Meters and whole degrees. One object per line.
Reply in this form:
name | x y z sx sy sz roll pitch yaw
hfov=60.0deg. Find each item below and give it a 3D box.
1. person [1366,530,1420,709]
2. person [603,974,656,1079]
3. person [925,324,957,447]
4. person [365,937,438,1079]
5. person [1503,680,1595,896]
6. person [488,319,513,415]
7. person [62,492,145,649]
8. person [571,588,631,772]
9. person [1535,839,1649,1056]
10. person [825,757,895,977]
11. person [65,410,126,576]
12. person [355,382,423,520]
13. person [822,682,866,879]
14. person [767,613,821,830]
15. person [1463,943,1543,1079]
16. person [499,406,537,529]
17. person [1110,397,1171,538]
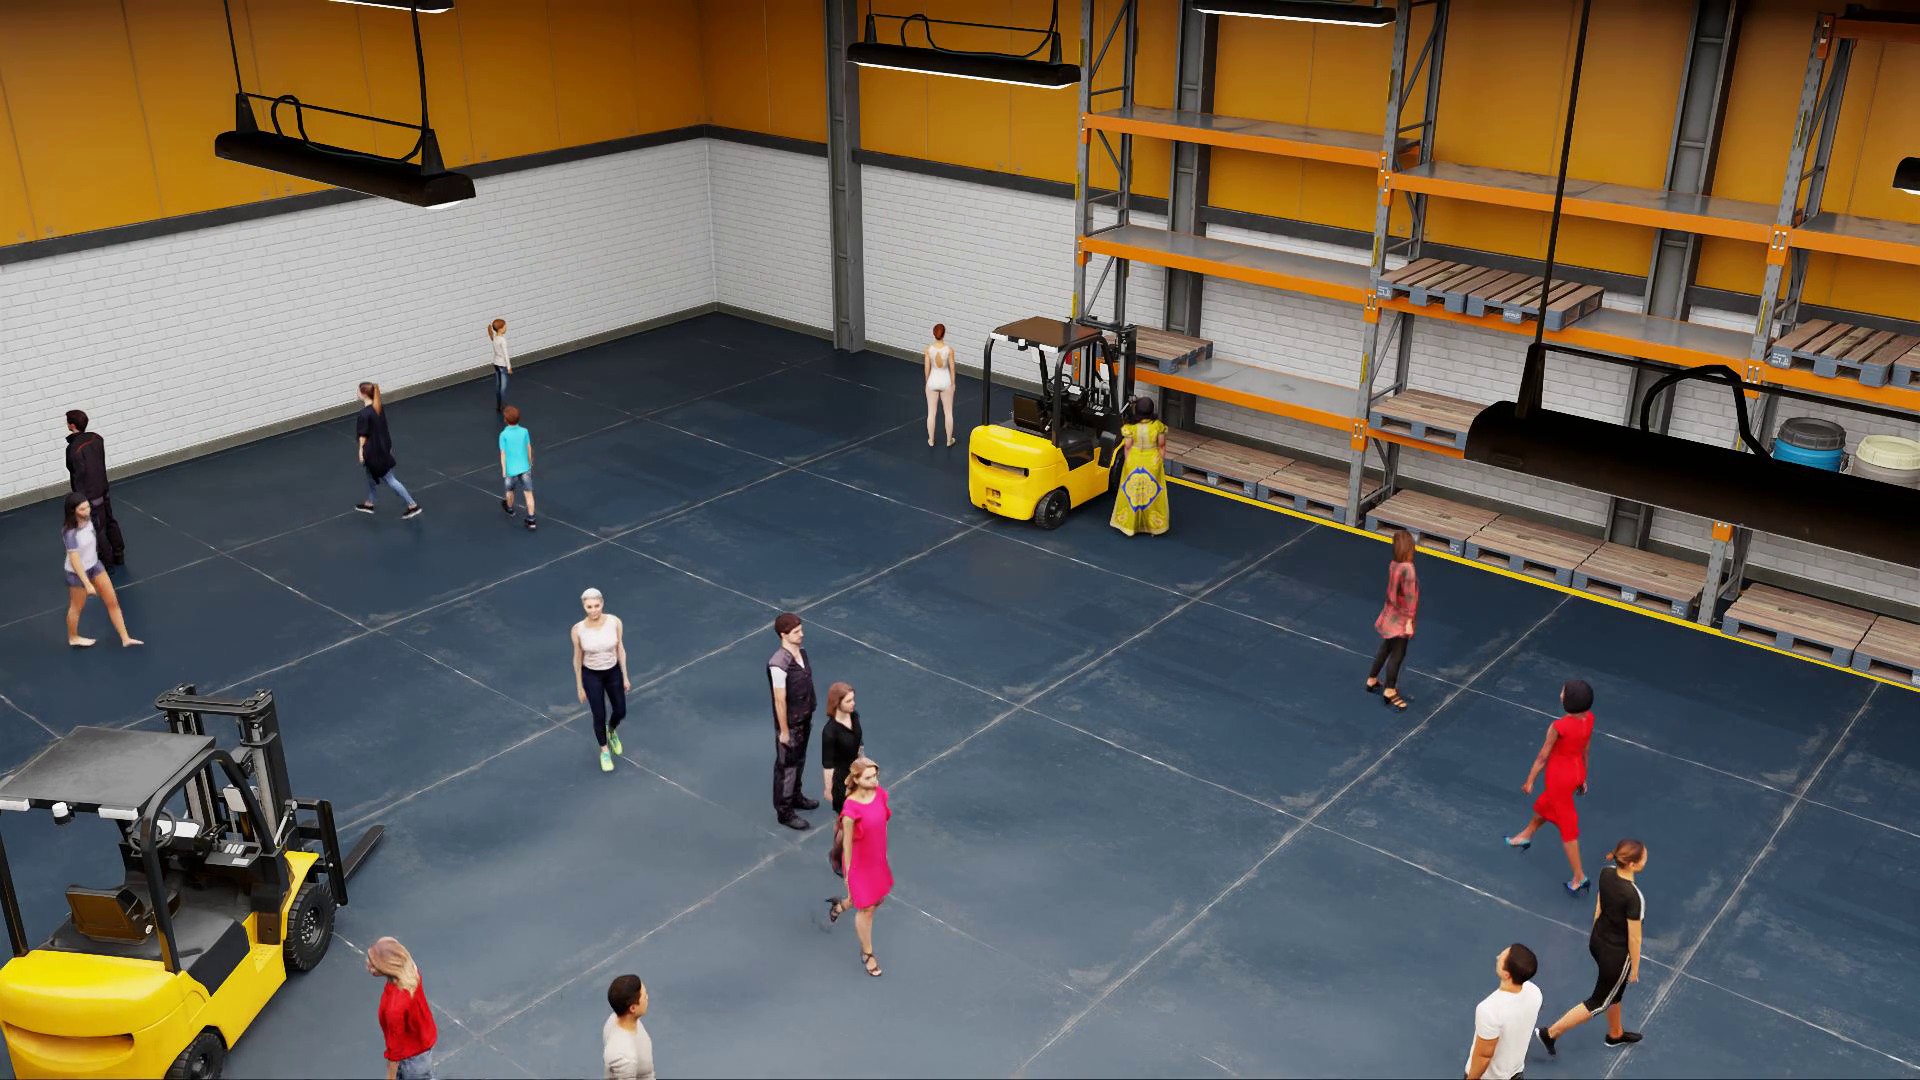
person | 4.011 0.739 15.201 0.784 1.678 0.741 6 24 13
person | -1.945 3.241 9.351 1.115 1.780 1.137 -5 24 -12
person | -0.260 -2.007 21.527 0.588 1.644 0.678 2 24 3
person | -3.159 3.060 9.884 0.973 1.684 0.916 -2 24 -5
person | 4.606 1.896 12.536 0.829 1.693 1.155 -14 27 -29
person | -6.303 -2.392 22.822 0.559 1.313 0.441 -19 30 -36
person | -8.570 0.321 16.161 1.112 1.675 0.943 0 24 -1
person | -3.083 1.151 14.245 0.749 1.689 0.799 -10 25 -21
person | 4.170 2.679 10.811 1.073 1.641 1.045 -3 24 -8
person | -0.729 2.245 11.715 0.852 1.711 0.573 20 31 38
person | -9.336 -0.530 17.905 0.818 1.839 0.790 0 24 1
person | -6.642 -0.994 19.212 1.224 1.643 0.974 5 24 10
person | -0.964 1.823 12.700 0.664 1.695 0.662 9 25 20
person | -1.365 1.424 13.422 0.711 1.848 0.723 7 25 15
person | 3.122 3.093 9.658 0.686 1.804 0.623 -16 28 -32
person | -5.052 -0.812 19.080 0.722 1.414 0.995 -15 28 -30
person | 2.078 -0.830 18.819 0.966 1.656 1.061 2 24 4
